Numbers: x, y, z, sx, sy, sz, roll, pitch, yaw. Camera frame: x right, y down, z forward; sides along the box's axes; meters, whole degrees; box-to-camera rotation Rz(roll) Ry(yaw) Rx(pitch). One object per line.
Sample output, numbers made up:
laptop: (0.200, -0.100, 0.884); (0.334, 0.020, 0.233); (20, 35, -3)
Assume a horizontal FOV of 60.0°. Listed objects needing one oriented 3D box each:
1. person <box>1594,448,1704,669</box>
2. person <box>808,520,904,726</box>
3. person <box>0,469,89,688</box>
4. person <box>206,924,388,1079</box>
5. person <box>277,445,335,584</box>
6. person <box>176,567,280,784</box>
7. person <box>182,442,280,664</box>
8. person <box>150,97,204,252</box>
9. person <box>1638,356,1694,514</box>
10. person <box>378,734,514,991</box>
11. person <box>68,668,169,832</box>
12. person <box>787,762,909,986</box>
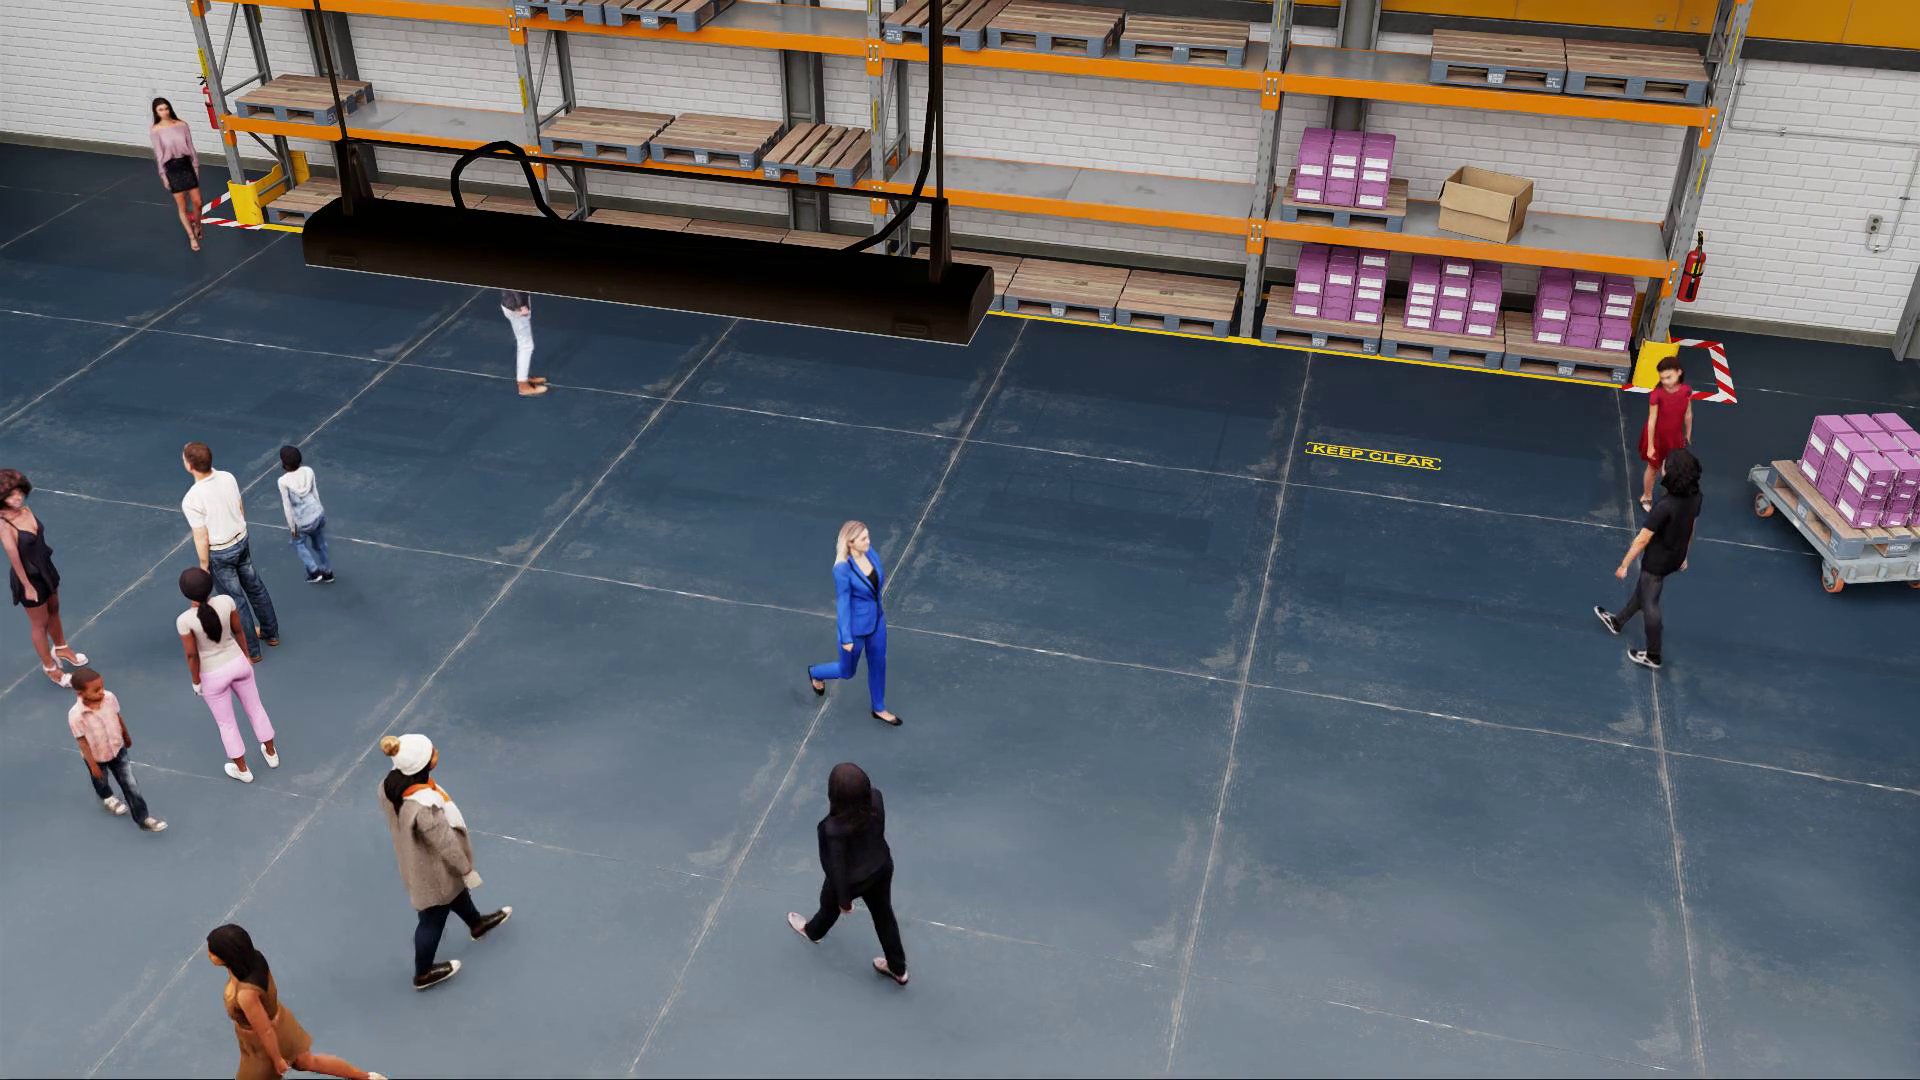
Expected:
person: (5.260, 0.171, 12.343); (1.008, 1.816, 1.084); (-19, 38, -26)
person: (-0.787, 0.591, 11.832); (1.074, 1.682, 0.813); (18, 38, 25)
person: (-6.800, 0.271, 12.218); (0.645, 1.787, 0.632); (-2, 34, -3)
person: (-3.558, 2.626, 8.797); (1.138, 1.653, 0.995); (-12, 36, -18)
person: (-5.234, -0.175, 13.378); (0.615, 1.247, 0.570); (28, 43, 35)
person: (-5.005, 0.901, 11.313); (0.649, 1.740, 0.651); (26, 42, 33)
person: (-5.472, 0.081, 12.443); (0.588, 1.856, 0.672); (11, 35, 17)
person: (-8.887, -4.156, 18.865); (0.774, 1.802, 0.825); (-23, 40, -30)
person: (6.027, -0.894, 14.213); (0.665, 1.520, 0.770); (-9, 35, -13)
person: (-3.193, 1.900, 9.701); (1.066, 1.861, 1.057); (-25, 41, -32)
person: (-5.727, 1.363, 11.040); (0.951, 1.273, 0.718); (21, 39, 29)
person: (-0.533, 2.006, 9.811); (1.187, 1.564, 0.920); (22, 39, 29)
